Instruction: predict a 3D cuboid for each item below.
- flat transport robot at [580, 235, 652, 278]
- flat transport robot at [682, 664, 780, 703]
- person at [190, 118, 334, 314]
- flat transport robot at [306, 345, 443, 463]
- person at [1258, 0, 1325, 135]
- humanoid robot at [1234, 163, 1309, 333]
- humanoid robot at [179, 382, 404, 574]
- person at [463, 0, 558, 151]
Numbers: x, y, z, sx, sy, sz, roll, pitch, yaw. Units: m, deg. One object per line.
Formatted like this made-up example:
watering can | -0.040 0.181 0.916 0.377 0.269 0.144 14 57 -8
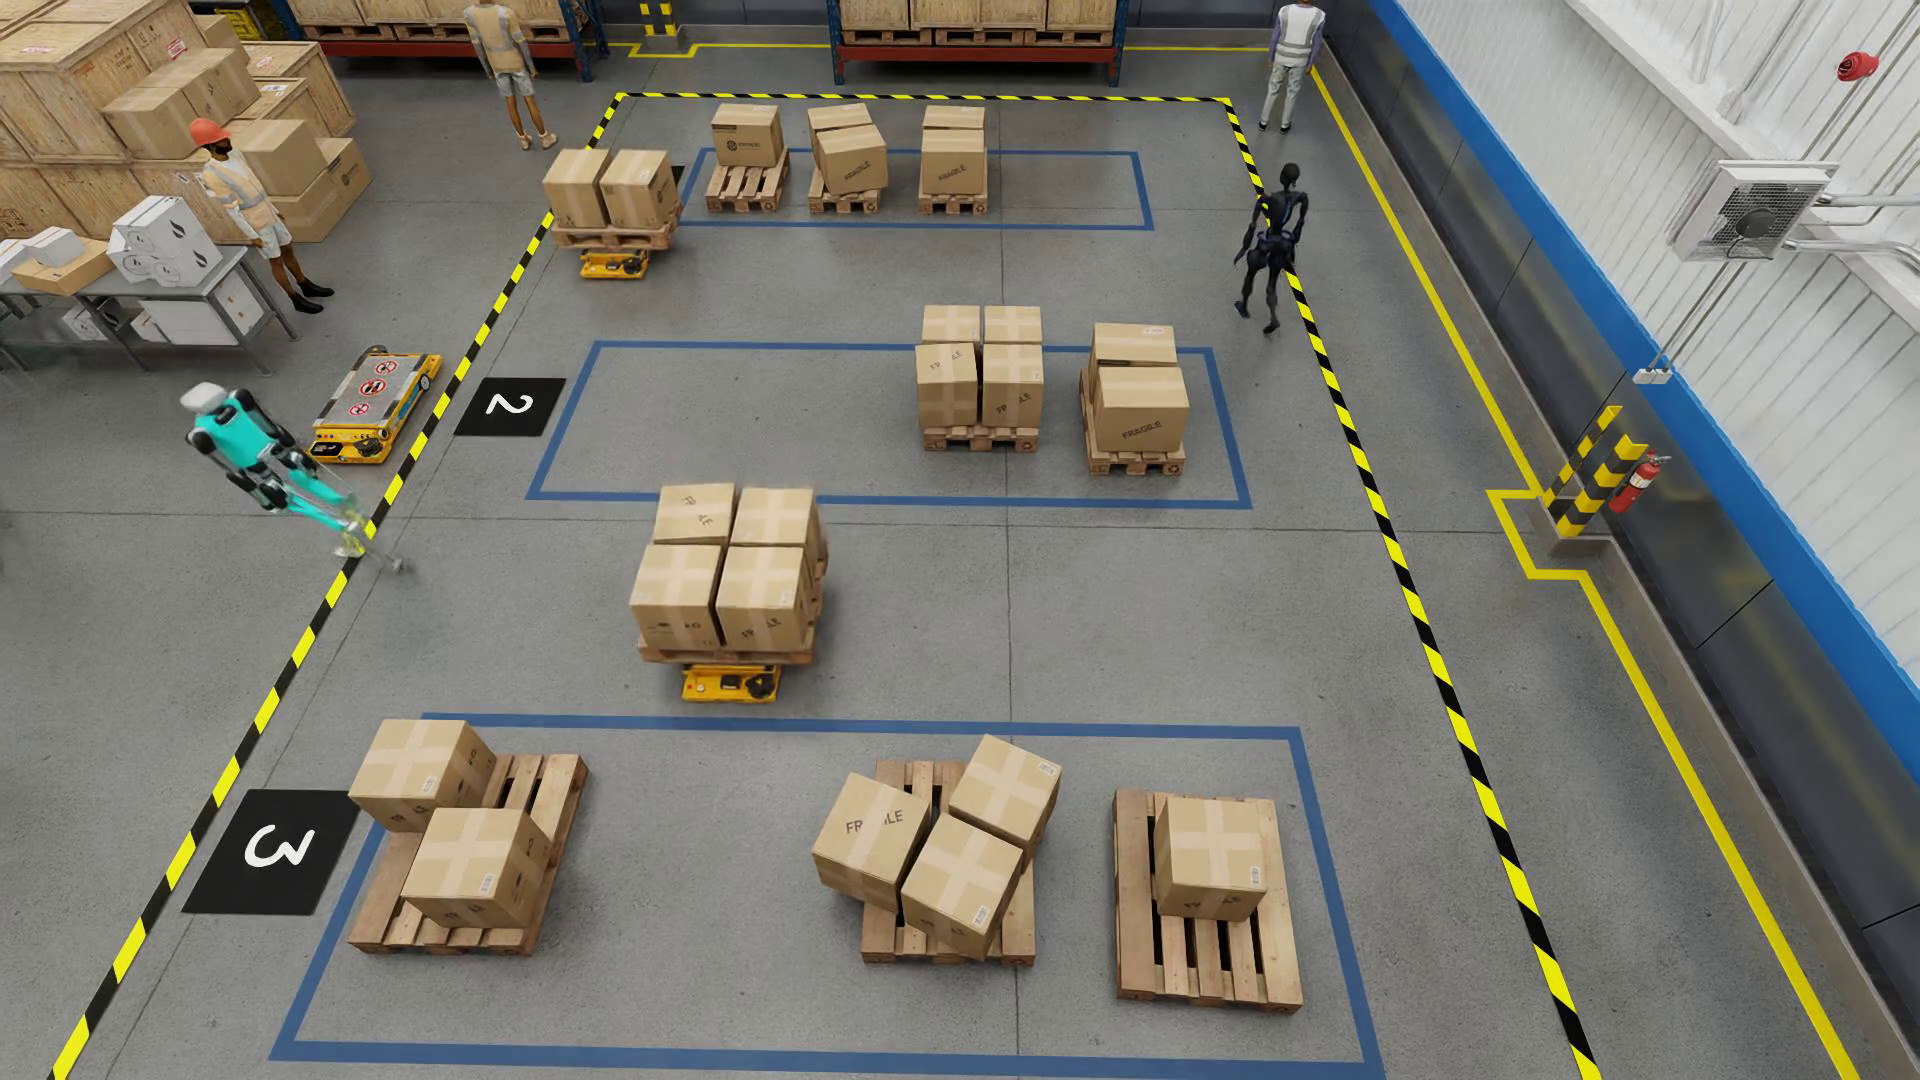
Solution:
flat transport robot | -3.731 -3.408 10.232 0.652 0.197 1.431 1 50 1
flat transport robot | -1.625 0.550 6.883 0.652 0.197 1.431 1 50 1
person | -6.793 -3.126 8.916 0.346 1.940 0.550 -2 50 -2
flat transport robot | -5.383 -1.269 8.441 0.659 0.231 1.431 1 50 1
person | 4.140 -6.020 11.432 0.595 1.836 0.404 17 52 14
humanoid robot | 2.996 -2.769 8.802 0.609 1.637 0.629 -7 50 -6
humanoid robot | -4.745 -0.373 6.762 0.936 1.812 0.556 8 50 7
person | -5.456 -5.760 11.081 0.614 2.039 0.379 -2 50 -2
